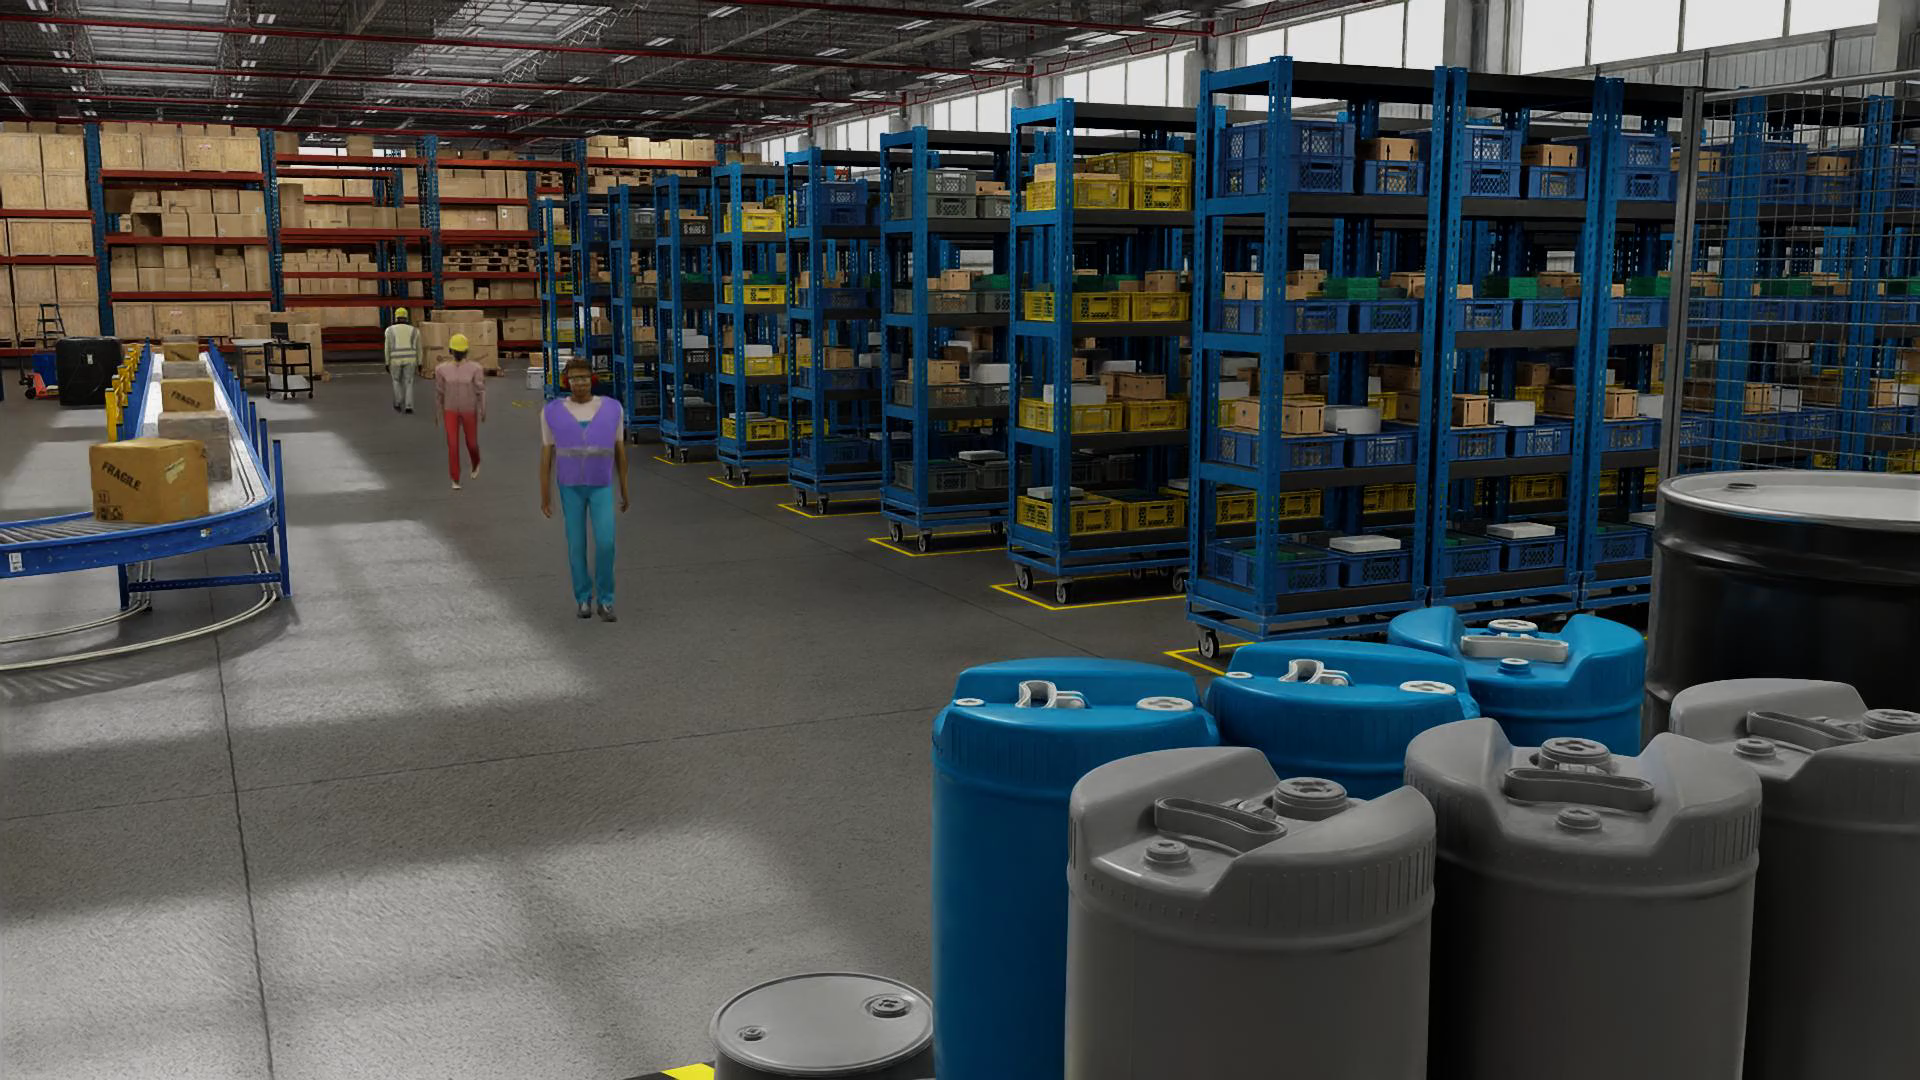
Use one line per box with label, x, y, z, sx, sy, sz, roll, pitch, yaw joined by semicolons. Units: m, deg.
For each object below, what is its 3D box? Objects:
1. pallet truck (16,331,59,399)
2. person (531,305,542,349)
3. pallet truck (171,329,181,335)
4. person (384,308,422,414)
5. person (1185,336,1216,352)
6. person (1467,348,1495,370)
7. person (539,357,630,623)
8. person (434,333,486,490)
pallet truck;-17.082;-3.353;31.781;1.630;1.274;0.653;-4;10;-25
person;-12.641;-6.483;49.541;0.403;1.837;0.590;0;9;2
pallet truck;-17.275;-3.851;35.096;1.601;1.201;0.680;0;9;1
person;-9.522;-3.062;28.429;0.623;1.791;0.907;-4;10;-23
person;3.357;-2.406;23.604;0.605;2.045;0.377;-5;10;-28
person;5.669;-1.518;18.266;0.392;1.988;0.609;8;12;40
person;-2.570;-0.335;11.412;0.607;1.820;0.690;-2;9;-15
person;-5.581;-1.450;18.594;0.550;1.746;0.558;-2;9;-14
